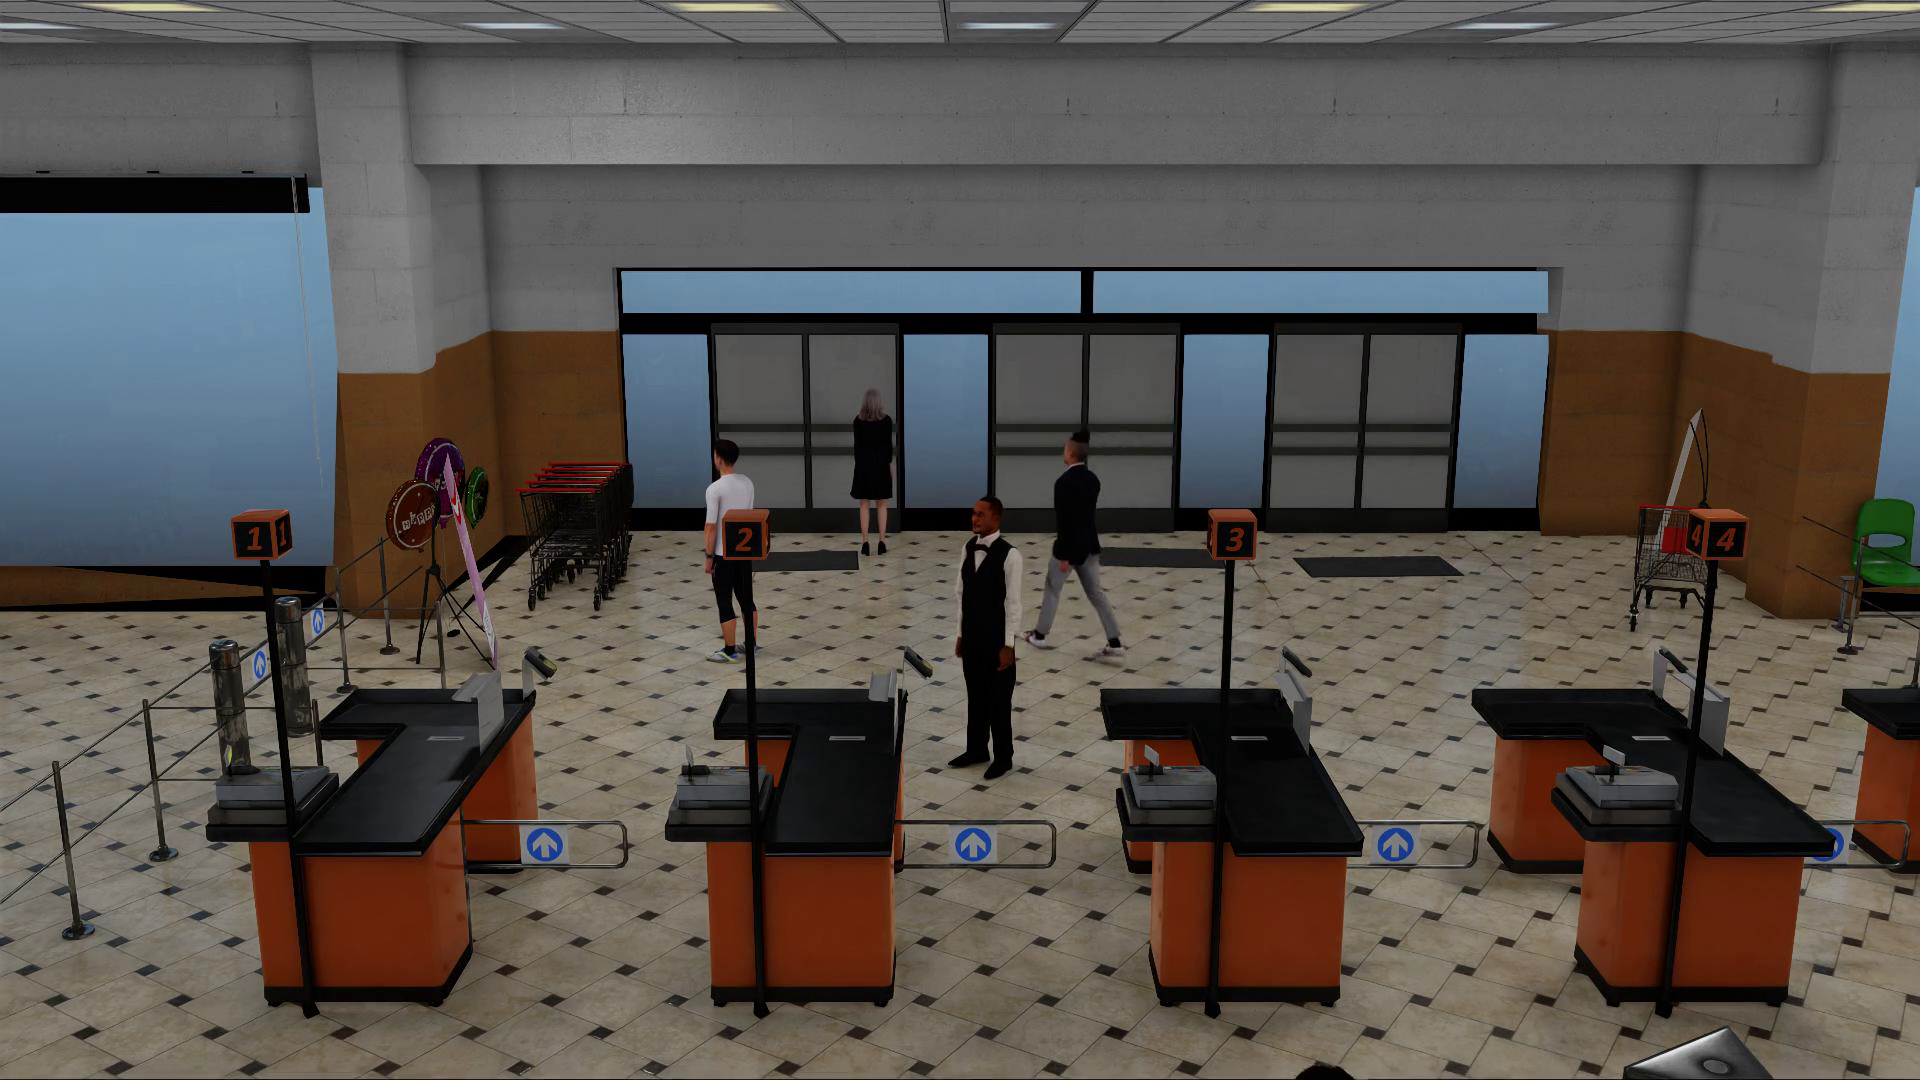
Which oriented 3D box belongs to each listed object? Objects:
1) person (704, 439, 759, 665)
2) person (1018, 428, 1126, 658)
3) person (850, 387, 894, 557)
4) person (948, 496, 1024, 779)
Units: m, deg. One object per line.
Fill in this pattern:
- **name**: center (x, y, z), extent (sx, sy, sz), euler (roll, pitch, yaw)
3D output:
- **person**: center (-1.872, 0.085, 13.671), extent (0.792, 1.848, 0.693), euler (10, 17, 35)
- **person**: center (1.041, 0.079, 13.592), extent (1.301, 1.898, 1.280), euler (12, 18, 40)
- **person**: center (-0.902, -0.712, 17.174), extent (0.631, 1.745, 0.607), euler (-2, 14, -9)
- **person**: center (0.196, 0.636, 11.247), extent (0.772, 1.919, 0.819), euler (12, 18, 41)
